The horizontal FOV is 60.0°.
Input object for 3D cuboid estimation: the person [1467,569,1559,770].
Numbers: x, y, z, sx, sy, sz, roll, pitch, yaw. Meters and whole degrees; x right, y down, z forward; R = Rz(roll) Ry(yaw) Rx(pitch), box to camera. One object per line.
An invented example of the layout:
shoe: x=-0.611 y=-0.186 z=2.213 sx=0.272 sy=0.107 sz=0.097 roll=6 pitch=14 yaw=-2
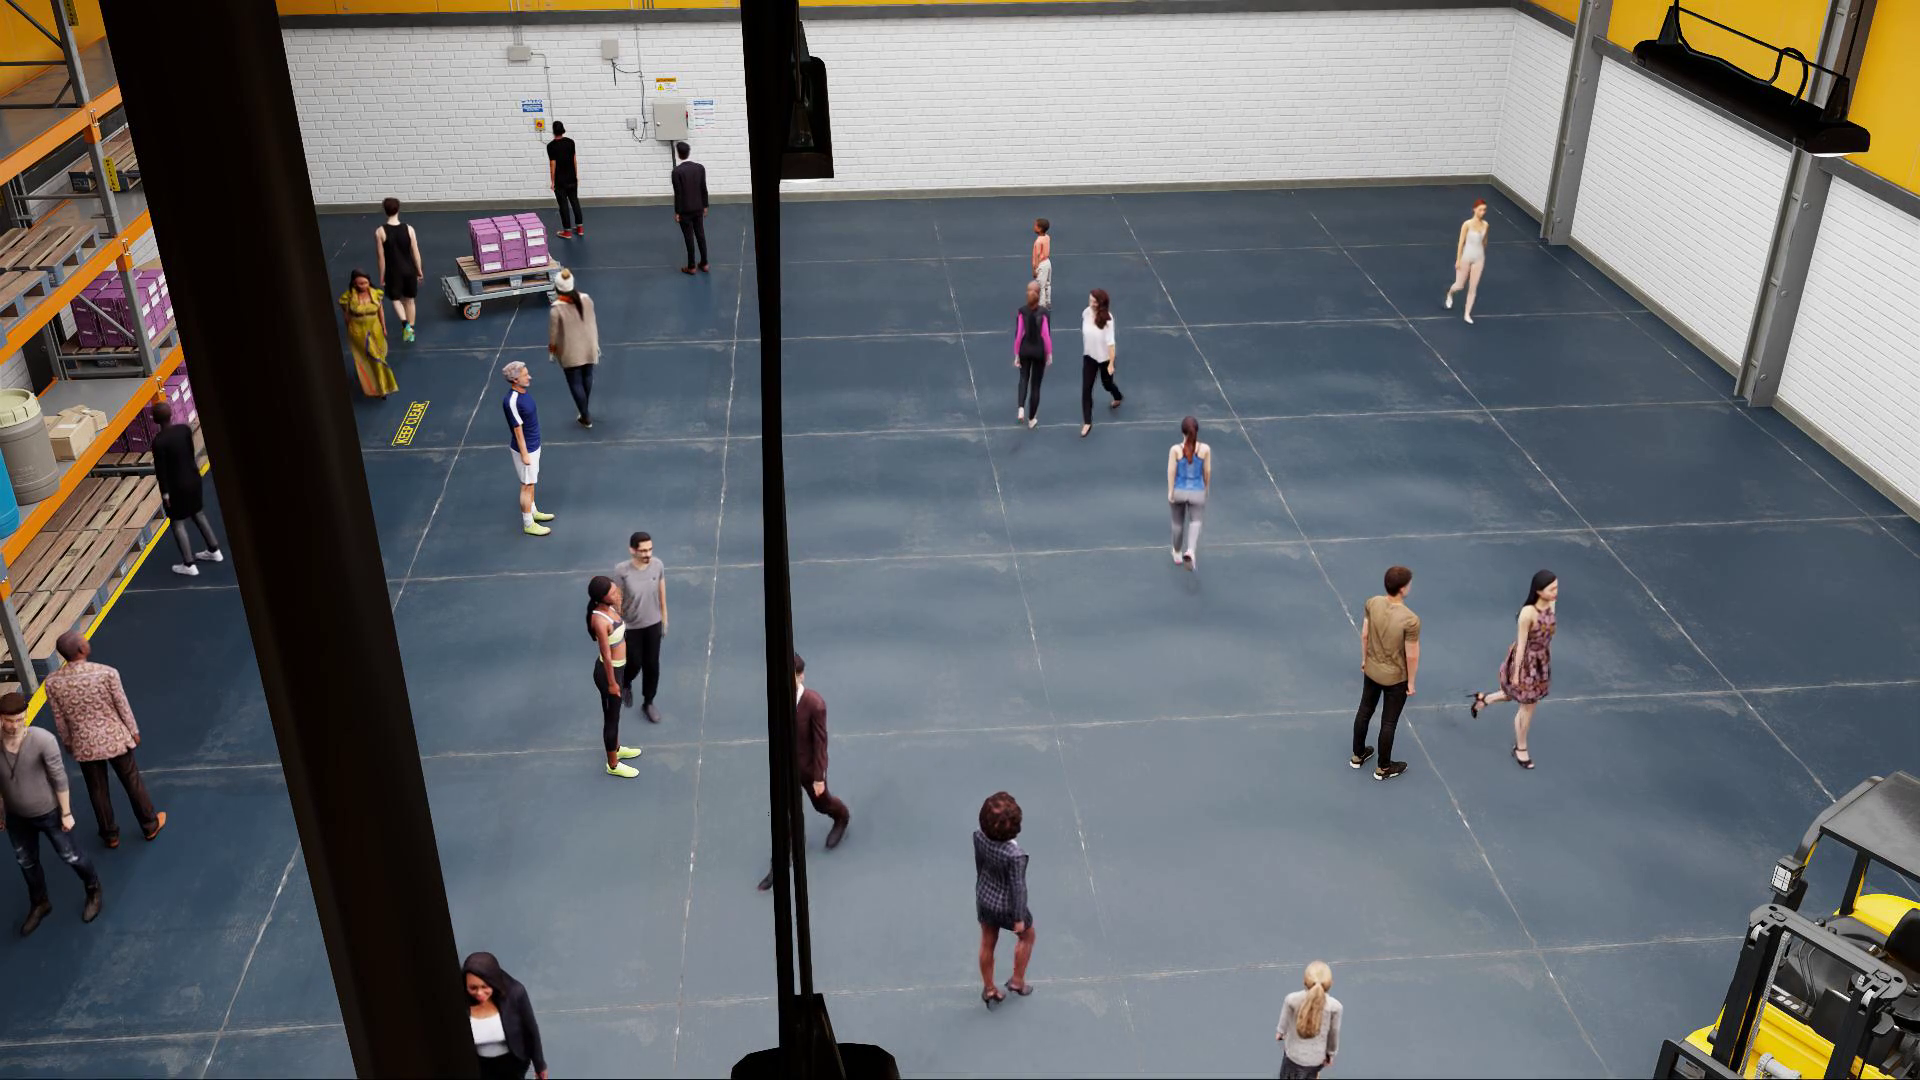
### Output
person: x=4.453 y=0.992 z=13.253 sx=0.932 sy=1.759 sz=1.046 roll=-22 pitch=35 yaw=-34

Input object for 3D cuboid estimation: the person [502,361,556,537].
person: x=-4.374 y=-0.951 z=16.732 sx=0.681 sy=1.839 sz=0.471 roll=-2 pitch=29 yaw=-4

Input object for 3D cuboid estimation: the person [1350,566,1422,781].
person: x=3.350 y=1.032 z=13.084 sx=0.808 sy=1.851 sz=0.711 roll=-23 pitch=36 yaw=-35

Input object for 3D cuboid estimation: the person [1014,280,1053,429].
person: x=0.812 y=-2.067 z=18.891 sx=0.654 sy=1.730 sz=0.696 roll=7 pitch=29 yaw=12

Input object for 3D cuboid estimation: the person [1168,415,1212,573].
person: x=2.203 y=-0.417 z=16.005 sx=0.658 sy=1.598 sz=0.904 roll=2 pitch=29 yaw=3

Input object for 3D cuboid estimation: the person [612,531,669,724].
person: x=-2.695 y=0.674 z=13.857 sx=0.822 sy=1.739 sz=0.887 roll=-14 pitch=32 yaw=-24

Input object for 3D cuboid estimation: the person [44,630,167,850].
person: x=-6.361 y=1.479 z=12.311 sx=0.714 sy=1.807 sz=0.651 roll=-8 pitch=30 yaw=-14

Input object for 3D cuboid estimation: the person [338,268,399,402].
person: x=-7.101 y=-2.471 z=19.752 sx=1.205 sy=1.615 sz=1.344 roll=-23 pitch=36 yaw=-36

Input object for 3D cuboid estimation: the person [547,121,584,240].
person: x=-5.949 y=-5.434 z=25.036 sx=0.713 sy=1.758 sz=0.756 roll=-25 pitch=37 yaw=-38

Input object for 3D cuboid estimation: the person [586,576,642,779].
person: x=-2.772 y=1.057 z=13.138 sx=0.605 sy=1.755 sz=0.437 roll=-2 pitch=29 yaw=-4

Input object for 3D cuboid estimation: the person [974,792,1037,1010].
person: x=0.207 y=2.393 z=10.760 sx=0.817 sy=1.687 sz=0.739 roll=-24 pitch=37 yaw=-37

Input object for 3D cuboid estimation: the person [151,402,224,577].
person: x=-7.442 y=-0.516 z=16.026 sx=0.811 sy=1.751 sz=0.687 roll=8 pitch=30 yaw=14

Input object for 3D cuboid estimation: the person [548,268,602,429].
person: x=-4.349 y=-2.174 z=18.940 sx=1.004 sy=1.871 sz=1.124 roll=-19 pitch=34 yaw=-31

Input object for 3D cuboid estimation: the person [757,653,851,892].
person: x=-1.104 y=1.582 z=12.089 sx=1.193 sy=1.837 sz=1.310 roll=18 pitch=34 yaw=30

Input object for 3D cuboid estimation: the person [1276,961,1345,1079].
person: x=2.073 y=3.080 z=9.949 sx=0.584 sy=1.258 sz=0.721 roll=3 pitch=29 yaw=5

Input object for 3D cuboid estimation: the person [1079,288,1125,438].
person: x=1.619 y=-2.059 z=18.868 sx=1.092 sy=1.738 sz=1.225 roll=18 pitch=34 yaw=30

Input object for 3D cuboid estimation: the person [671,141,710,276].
person: x=-3.824 y=-4.712 z=23.586 sx=0.774 sy=1.877 sz=0.778 roll=-22 pitch=36 yaw=-35

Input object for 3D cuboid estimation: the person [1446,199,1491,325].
person: x=6.724 y=-3.716 z=22.016 sx=0.581 sy=1.632 sz=0.807 roll=-4 pitch=29 yaw=-7

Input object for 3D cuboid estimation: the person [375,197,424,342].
person: x=-7.104 y=-3.381 z=21.147 sx=0.886 sy=1.876 sz=0.971 roll=-15 pitch=32 yaw=-25

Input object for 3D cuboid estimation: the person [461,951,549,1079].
person: x=-2.722 y=2.987 z=9.791 sx=0.837 sy=1.572 sz=1.115 roll=-10 pitch=30 yaw=-18

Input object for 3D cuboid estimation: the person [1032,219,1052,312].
person: x=1.110 y=-3.667 z=22.265 sx=0.603 sy=1.307 sz=0.521 roll=14 pitch=32 yaw=24

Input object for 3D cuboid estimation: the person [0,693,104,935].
person: x=-6.380 y=1.852 z=11.534 sx=0.709 sy=1.895 sz=0.653 roll=2 pitch=29 yaw=3
